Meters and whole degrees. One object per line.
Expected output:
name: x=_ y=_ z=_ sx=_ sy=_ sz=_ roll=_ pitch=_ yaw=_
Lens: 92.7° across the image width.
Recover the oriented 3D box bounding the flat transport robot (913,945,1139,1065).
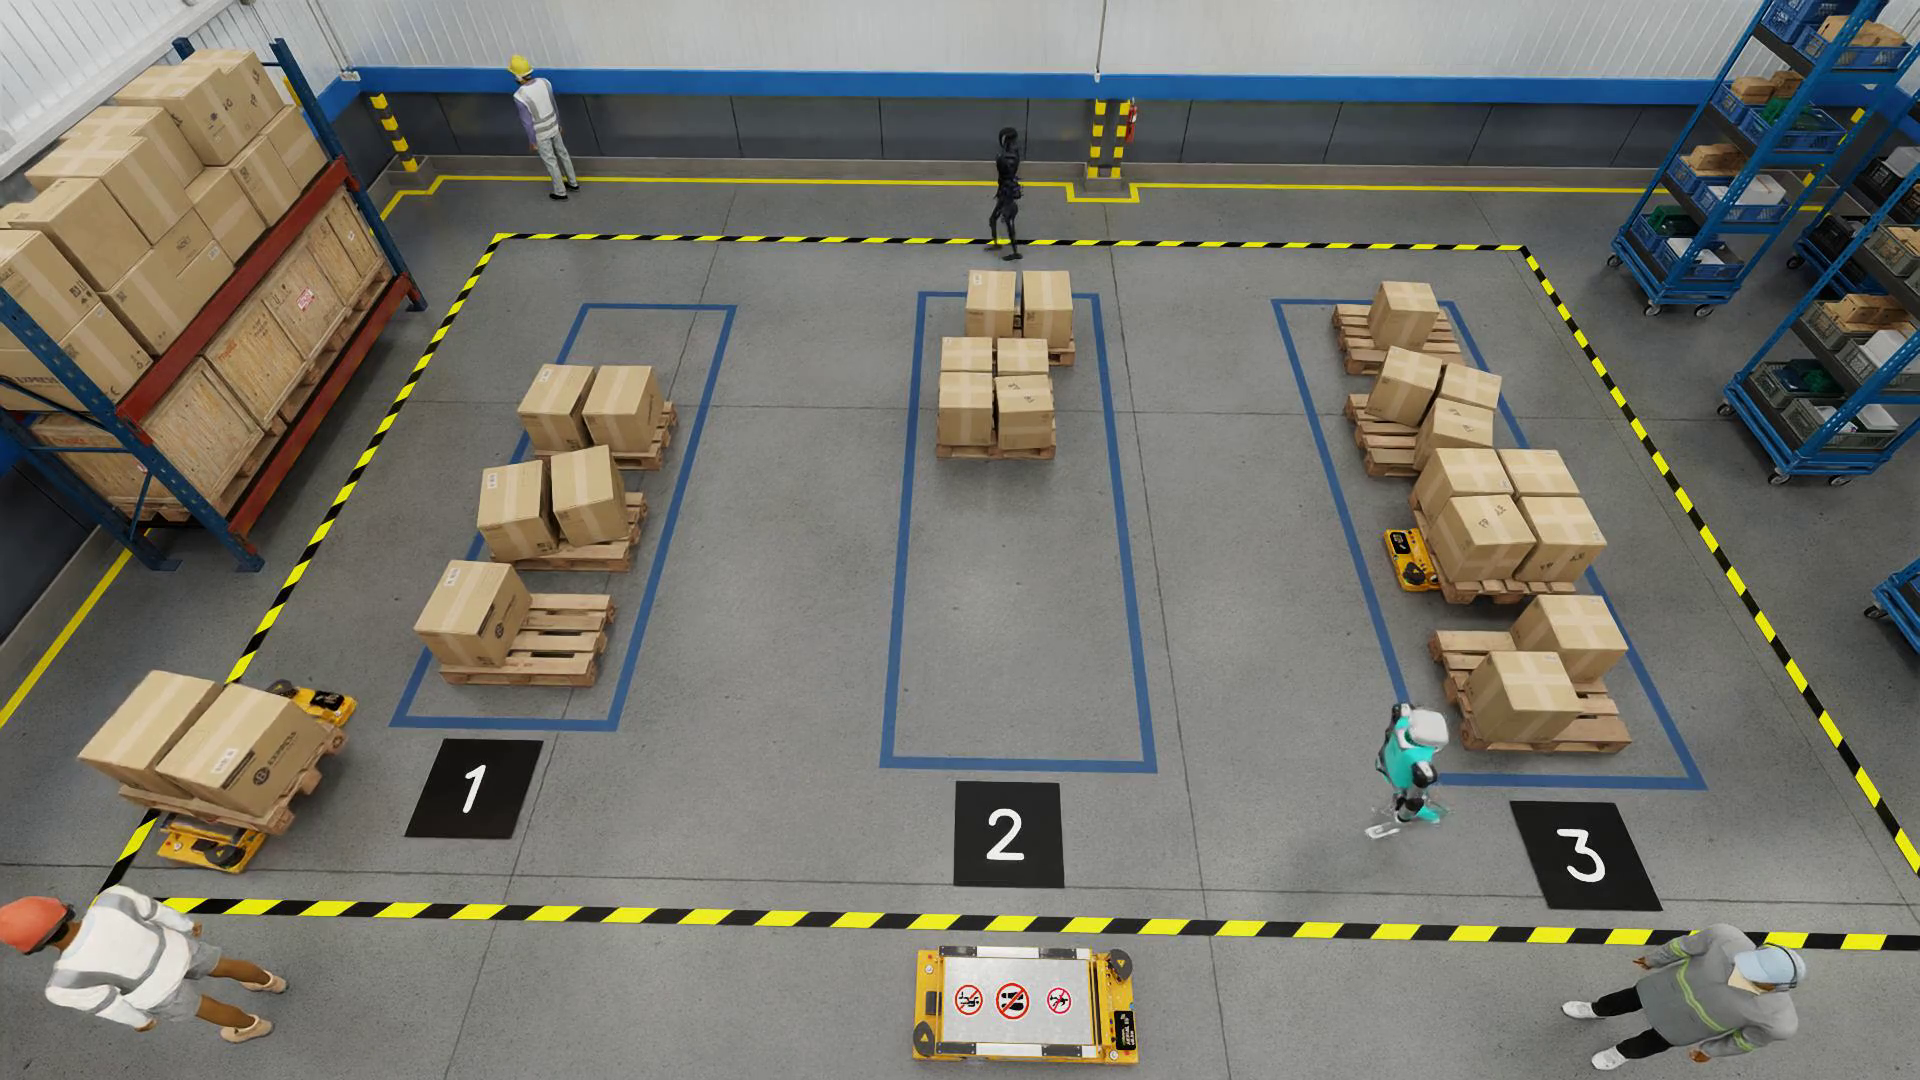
flat transport robot: x=0.422 y=3.041 z=6.007 sx=1.431 sy=0.231 sz=0.659 roll=1 pitch=51 yaw=1

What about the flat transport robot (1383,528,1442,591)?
flat transport robot: x=4.689 y=0.155 z=8.342 sx=1.431 sy=0.197 sz=0.652 roll=1 pitch=51 yaw=1

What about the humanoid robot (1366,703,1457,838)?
humanoid robot: x=3.102 y=1.668 z=6.208 sx=0.816 sy=1.811 sz=0.536 roll=0 pitch=51 yaw=0

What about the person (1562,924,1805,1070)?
person: x=4.162 y=2.673 z=5.285 sx=0.387 sy=1.850 sz=0.599 roll=-7 pitch=51 yaw=-6

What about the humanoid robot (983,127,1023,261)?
humanoid robot: x=0.543 y=-4.086 z=10.913 sx=0.478 sy=1.645 sz=0.583 roll=-7 pitch=51 yaw=-6

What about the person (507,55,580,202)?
person: x=-5.355 y=-5.269 z=11.769 sx=0.404 sy=1.837 sz=0.589 roll=19 pitch=53 yaw=15

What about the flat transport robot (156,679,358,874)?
flat transport robot: x=-5.382 y=1.765 z=7.029 sx=0.652 sy=0.197 sz=1.431 roll=9 pitch=51 yaw=7

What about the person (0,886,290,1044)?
person: x=-4.676 y=2.494 z=5.311 sx=0.380 sy=2.039 sz=0.613 roll=-1 pitch=51 yaw=-1
